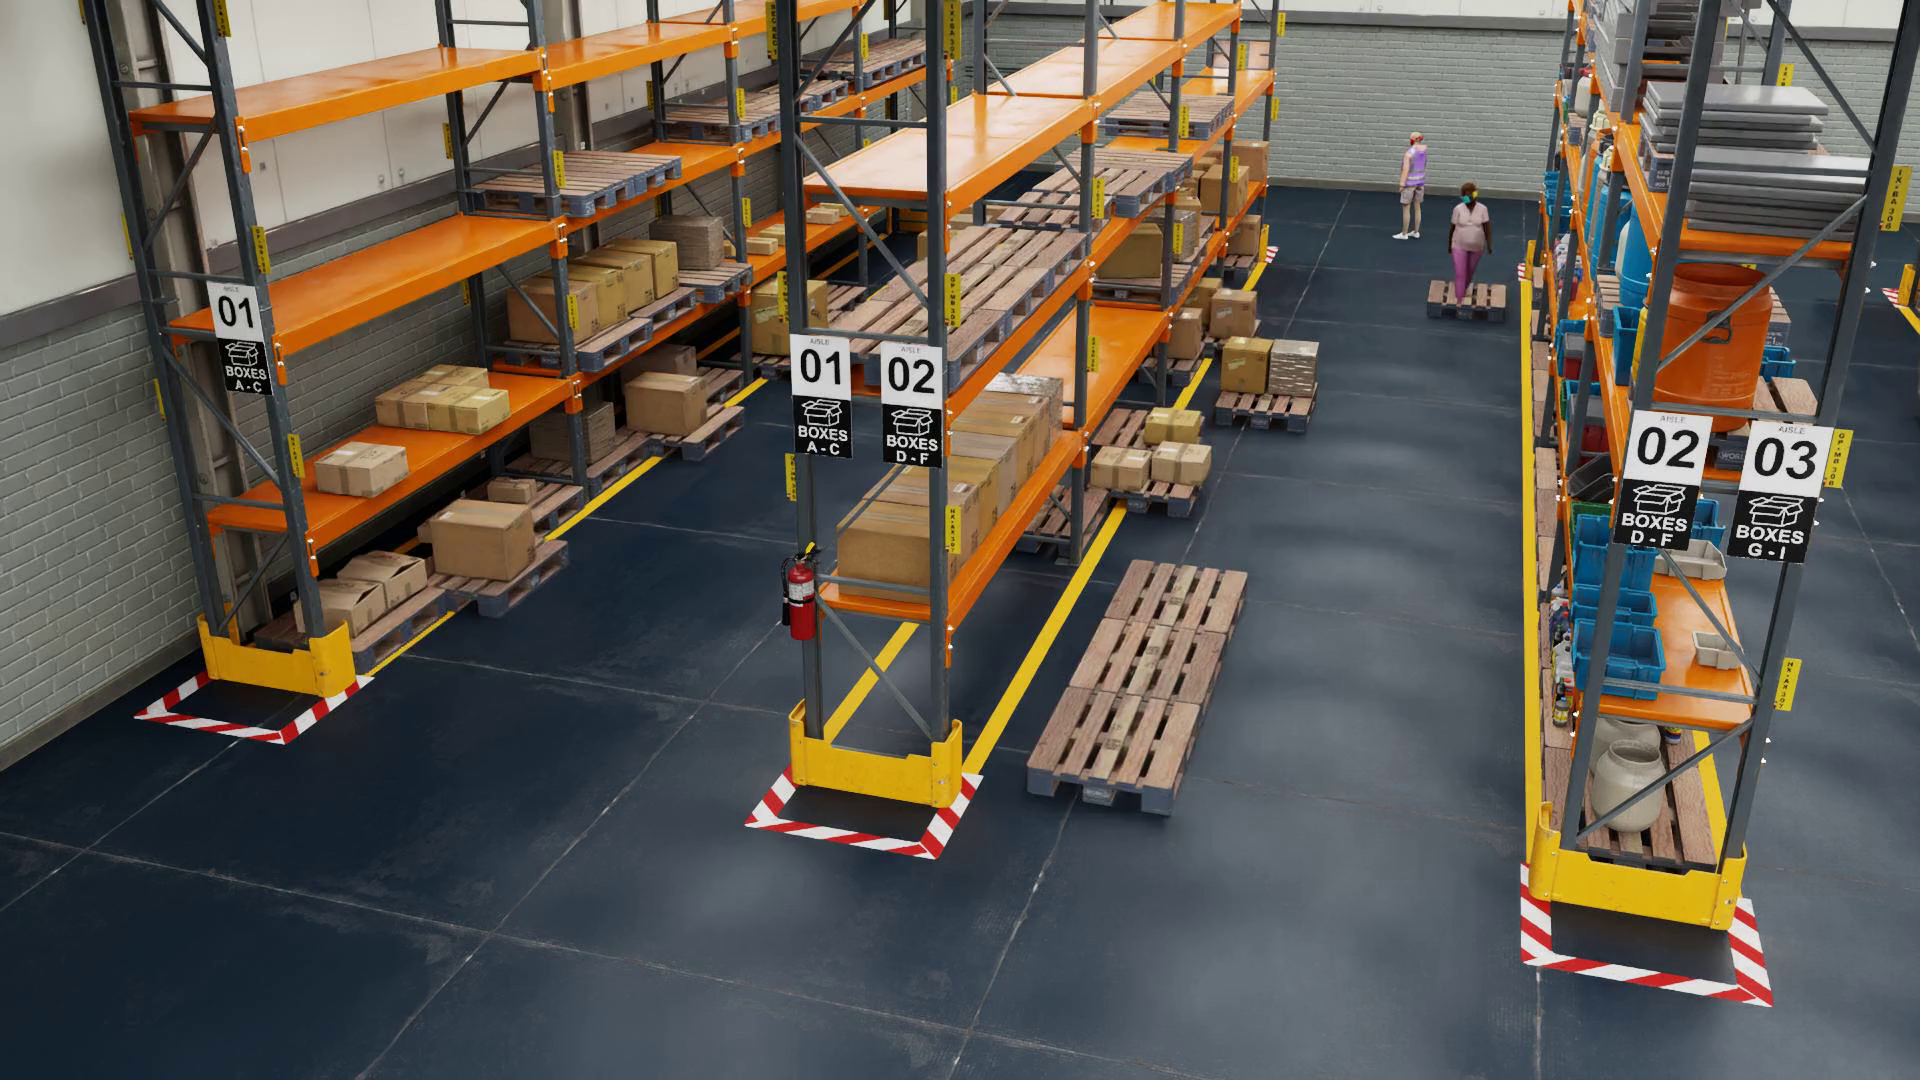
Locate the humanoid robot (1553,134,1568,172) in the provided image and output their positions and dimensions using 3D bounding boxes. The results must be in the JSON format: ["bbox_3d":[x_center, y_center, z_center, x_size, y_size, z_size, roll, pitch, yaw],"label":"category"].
[{"bbox_3d":[9.681,-5.671,26.569,0.584,1.631,0.673,-19,29,-36],"label":"humanoid robot"}]

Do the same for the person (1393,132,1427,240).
[{"bbox_3d":[7.182,-5.621,26.417,0.491,1.688,0.349,-14,27,-29],"label":"person"}]

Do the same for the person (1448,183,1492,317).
[{"bbox_3d":[6.879,-3.965,22.499,0.519,1.743,0.929,2,23,4],"label":"person"}]
